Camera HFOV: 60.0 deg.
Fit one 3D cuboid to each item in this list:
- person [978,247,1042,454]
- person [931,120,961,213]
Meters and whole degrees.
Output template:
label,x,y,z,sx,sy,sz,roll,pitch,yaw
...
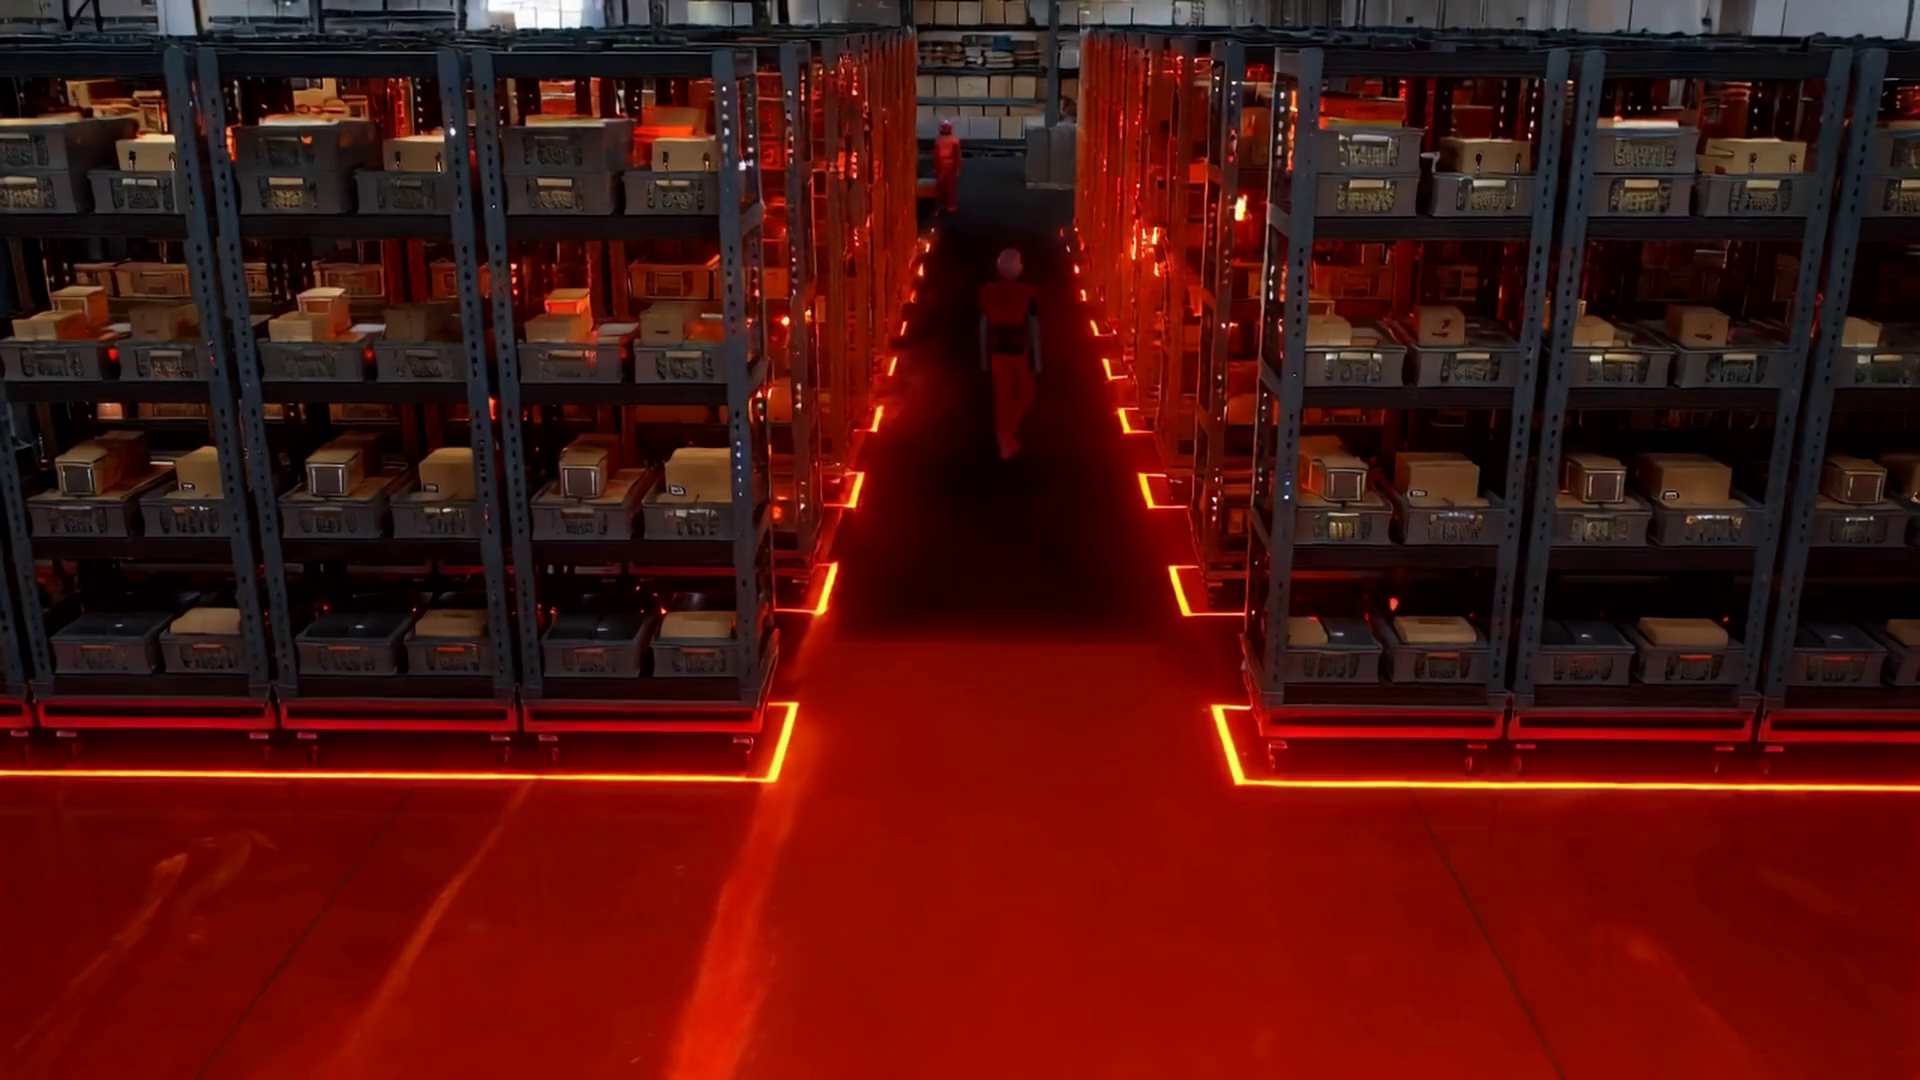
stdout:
label,x,y,z,sx,sy,sz,roll,pitch,yaw
person,0.428,-1.628,14.538,0.584,1.835,0.505,8,19,25
person,-0.286,-7.424,33.050,0.593,1.819,0.405,7,19,20
